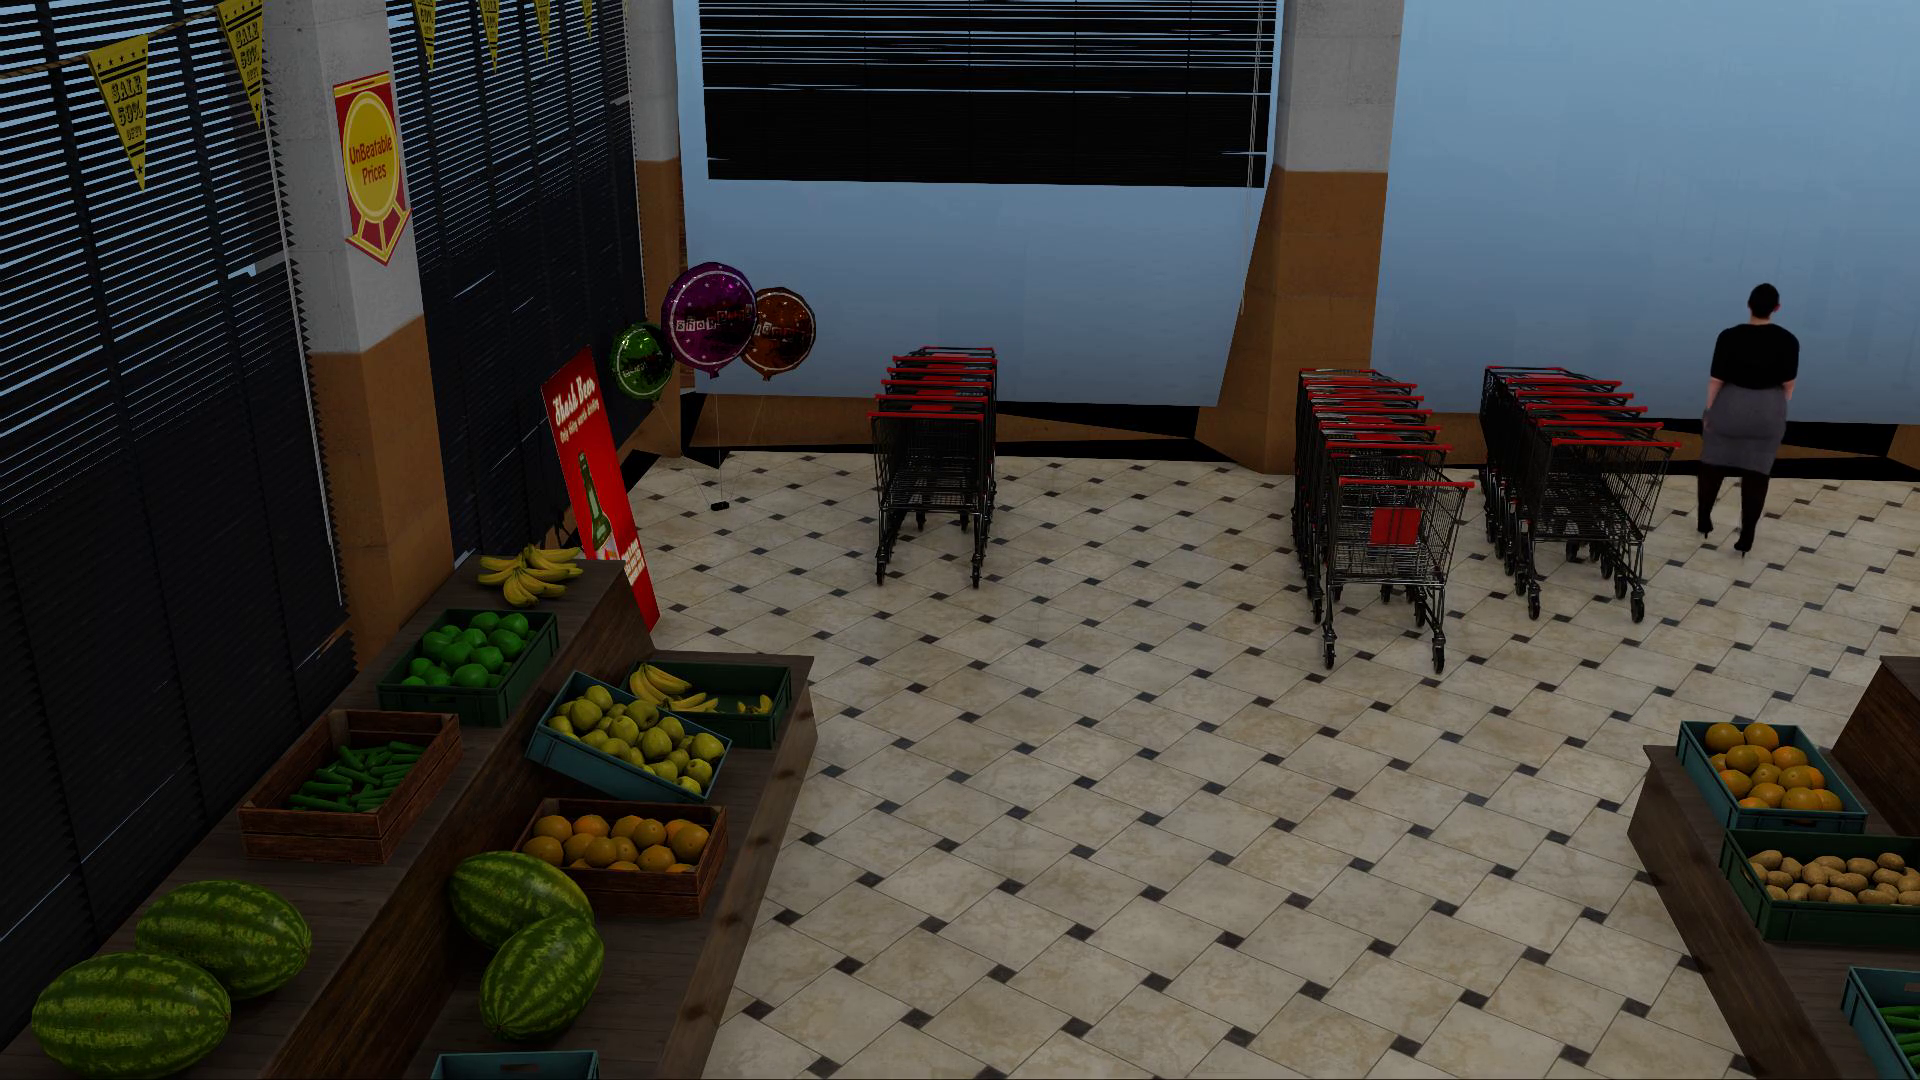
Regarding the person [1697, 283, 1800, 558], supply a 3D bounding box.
[{"bbox_3d":[5.065,-0.774,10.704,0.783,1.749,0.850,9,24,22],"label":"person"}]
